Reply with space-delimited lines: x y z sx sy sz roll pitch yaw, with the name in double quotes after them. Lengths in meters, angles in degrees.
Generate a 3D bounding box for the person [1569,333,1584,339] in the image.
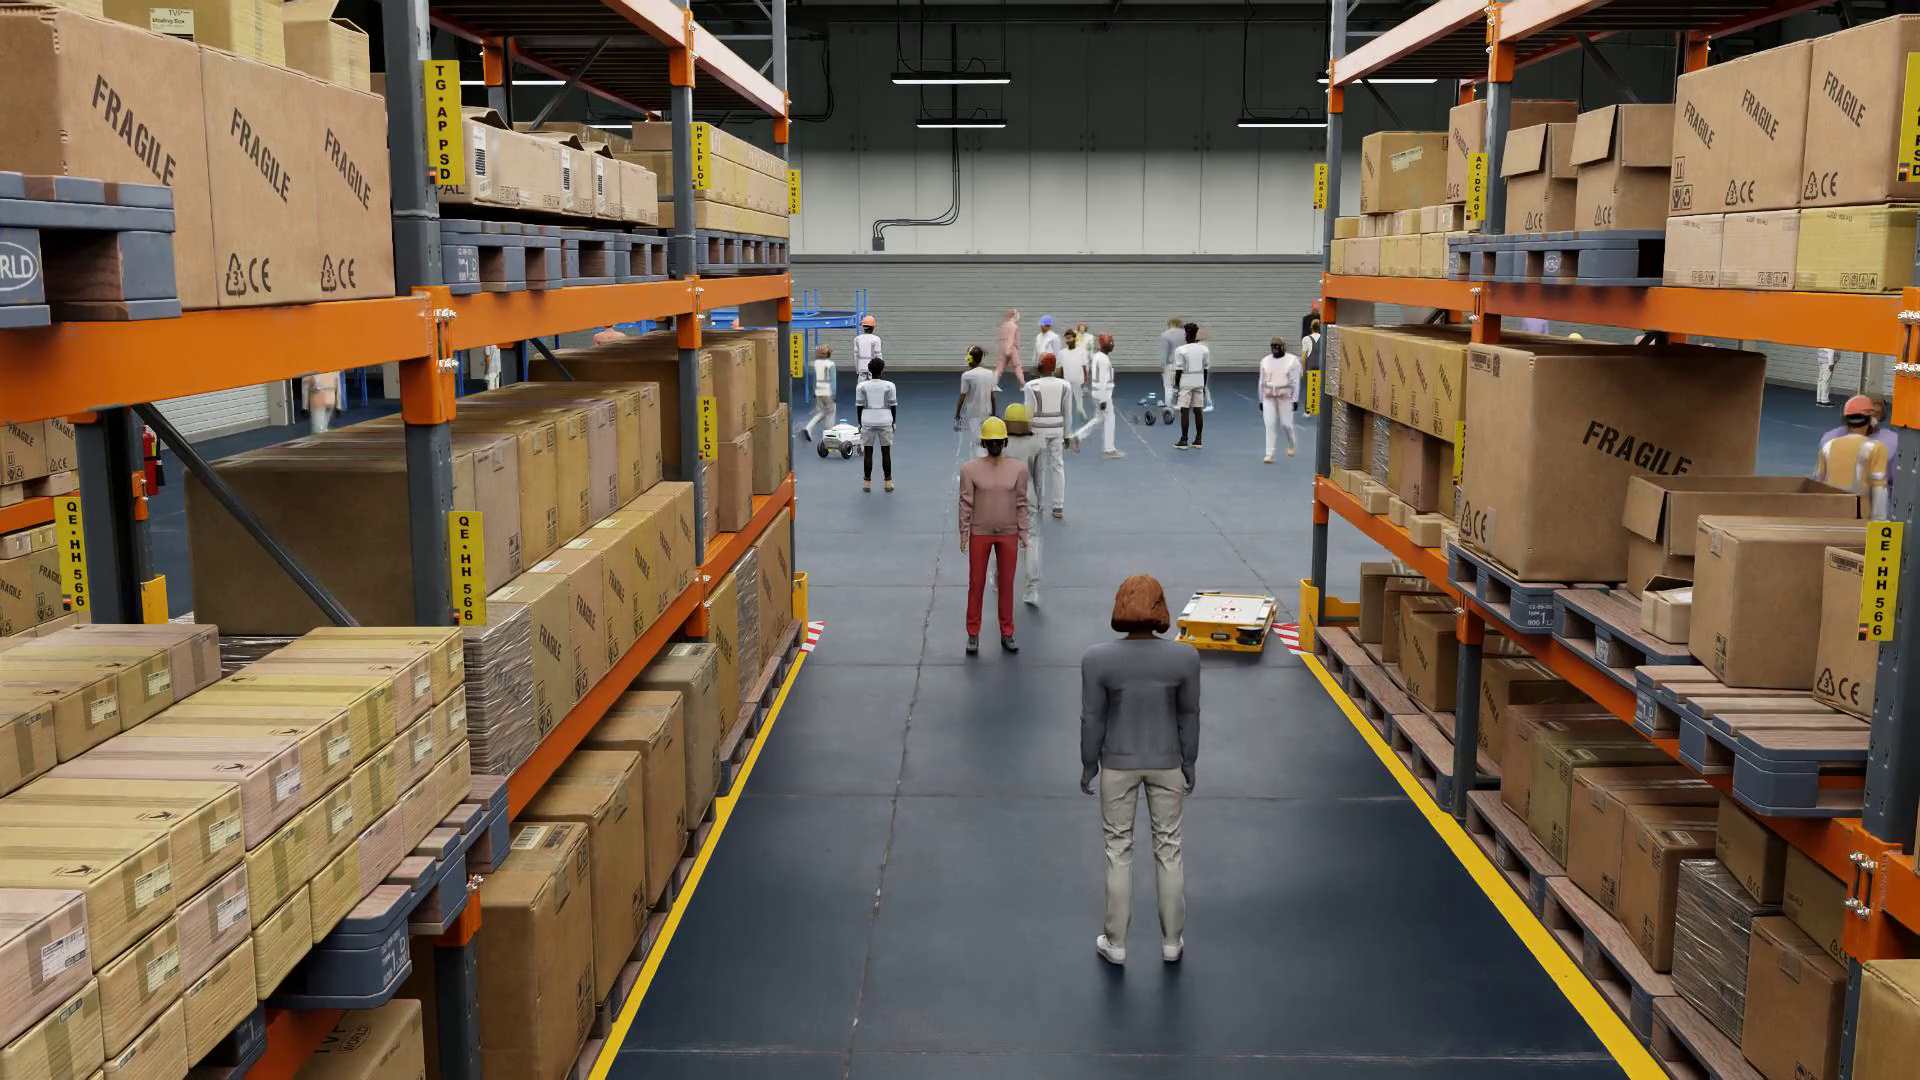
9.961 -2.464 26.950 0.330 1.760 0.522 9 13 43 "person"

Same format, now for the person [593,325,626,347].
-6.326 -3.117 30.152 0.621 1.994 0.381 -3 10 -18 "person"

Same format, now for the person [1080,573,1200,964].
0.741 0.946 6.895 0.501 1.633 0.289 0 9 -2 "person"

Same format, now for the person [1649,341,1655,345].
8.683 -1.533 20.893 0.600 1.911 0.765 -5 11 -28 "person"

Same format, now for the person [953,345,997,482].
0.132 -1.566 21.316 0.564 1.837 0.851 -8 13 -41 "person"

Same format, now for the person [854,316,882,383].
-1.648 -3.087 30.142 0.545 1.938 0.356 4 10 22 "person"

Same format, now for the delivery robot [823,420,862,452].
-1.755 -1.568 25.024 0.477 0.478 0.707 5 11 28 "delivery robot"

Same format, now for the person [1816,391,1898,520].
7.092 -0.232 13.141 0.640 1.912 0.922 5 11 27 "person"

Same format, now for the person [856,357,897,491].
-1.061 -1.475 21.210 0.535 1.697 0.318 0 9 0 "person"

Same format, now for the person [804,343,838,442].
-2.180 -2.312 26.448 0.556 1.625 0.521 -9 13 -43 "person"

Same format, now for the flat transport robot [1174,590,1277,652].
2.099 0.621 13.039 0.652 0.197 1.431 3 10 15 "flat transport robot"

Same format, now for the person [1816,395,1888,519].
6.784 -0.176 12.877 0.866 1.894 0.572 -4 10 -21 "person"

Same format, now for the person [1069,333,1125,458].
2.056 -2.151 24.777 0.740 1.862 0.585 -1 10 -7 "person"

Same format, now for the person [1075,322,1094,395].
2.642 -3.915 36.052 0.515 1.624 0.368 1 10 6 "person"

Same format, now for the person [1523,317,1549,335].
14.253 -4.911 41.208 0.658 1.887 0.682 8 13 41 "person"

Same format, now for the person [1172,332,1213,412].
4.608 -3.306 32.510 0.869 1.583 0.516 8 13 40 "person"

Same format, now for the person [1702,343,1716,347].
9.806 -1.663 21.887 0.564 1.847 0.396 1 10 5 "person"

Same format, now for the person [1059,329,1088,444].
1.861 -2.511 26.994 0.519 1.849 0.821 4 10 21 "person"

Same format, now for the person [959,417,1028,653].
0.256 -0.040 12.405 0.533 1.767 0.324 -1 10 -9 "person"

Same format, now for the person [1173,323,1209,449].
3.602 -2.413 26.024 0.606 1.966 0.367 -4 10 -25 "person"

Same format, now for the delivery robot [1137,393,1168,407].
3.477 -2.539 30.067 0.335 0.223 0.698 -5 11 -30 "delivery robot"

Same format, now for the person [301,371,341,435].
-8.908 -1.928 23.323 0.741 1.898 0.591 5 11 27 "person"

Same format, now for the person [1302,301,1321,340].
8.870 -5.010 41.628 0.624 1.963 0.897 1 9 3 "person"

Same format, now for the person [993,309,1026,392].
1.136 -4.263 37.477 1.014 1.850 0.670 -3 10 -16 "person"

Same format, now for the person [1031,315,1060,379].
1.666 -3.350 31.827 0.984 1.903 0.621 -6 11 -33 "person"

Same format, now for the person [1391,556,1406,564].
4.417 -0.605 15.155 1.006 1.975 0.616 4 10 22 "person"

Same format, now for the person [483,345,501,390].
-8.402 -2.994 29.827 0.319 1.864 0.516 1 10 8 "person"

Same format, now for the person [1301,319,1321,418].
6.646 -3.210 31.159 0.504 1.847 0.345 1 10 5 "person"

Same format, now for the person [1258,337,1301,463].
4.661 -2.060 24.313 0.641 1.829 0.630 5 11 28 "person"

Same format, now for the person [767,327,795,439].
-2.925 -2.449 26.531 0.934 1.861 0.661 -7 12 -35 "person"

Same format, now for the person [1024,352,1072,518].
0.993 -1.197 18.985 0.583 1.884 0.350 -3 10 -19 "person"

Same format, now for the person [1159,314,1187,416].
4.100 -3.318 31.585 0.681 1.915 0.541 -7 12 -35 "person"

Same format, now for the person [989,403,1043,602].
0.494 -0.335 14.390 0.496 1.690 0.923 -3 10 -17 "person"

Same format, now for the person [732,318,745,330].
-3.917 -2.990 29.615 0.561 1.917 0.469 -3 10 -17 "person"

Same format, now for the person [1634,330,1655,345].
13.643 -3.495 33.105 0.525 1.769 0.310 8 12 39 "person"

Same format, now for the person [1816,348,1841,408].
17.507 -3.591 33.510 0.403 1.823 0.586 2 10 12 "person"
